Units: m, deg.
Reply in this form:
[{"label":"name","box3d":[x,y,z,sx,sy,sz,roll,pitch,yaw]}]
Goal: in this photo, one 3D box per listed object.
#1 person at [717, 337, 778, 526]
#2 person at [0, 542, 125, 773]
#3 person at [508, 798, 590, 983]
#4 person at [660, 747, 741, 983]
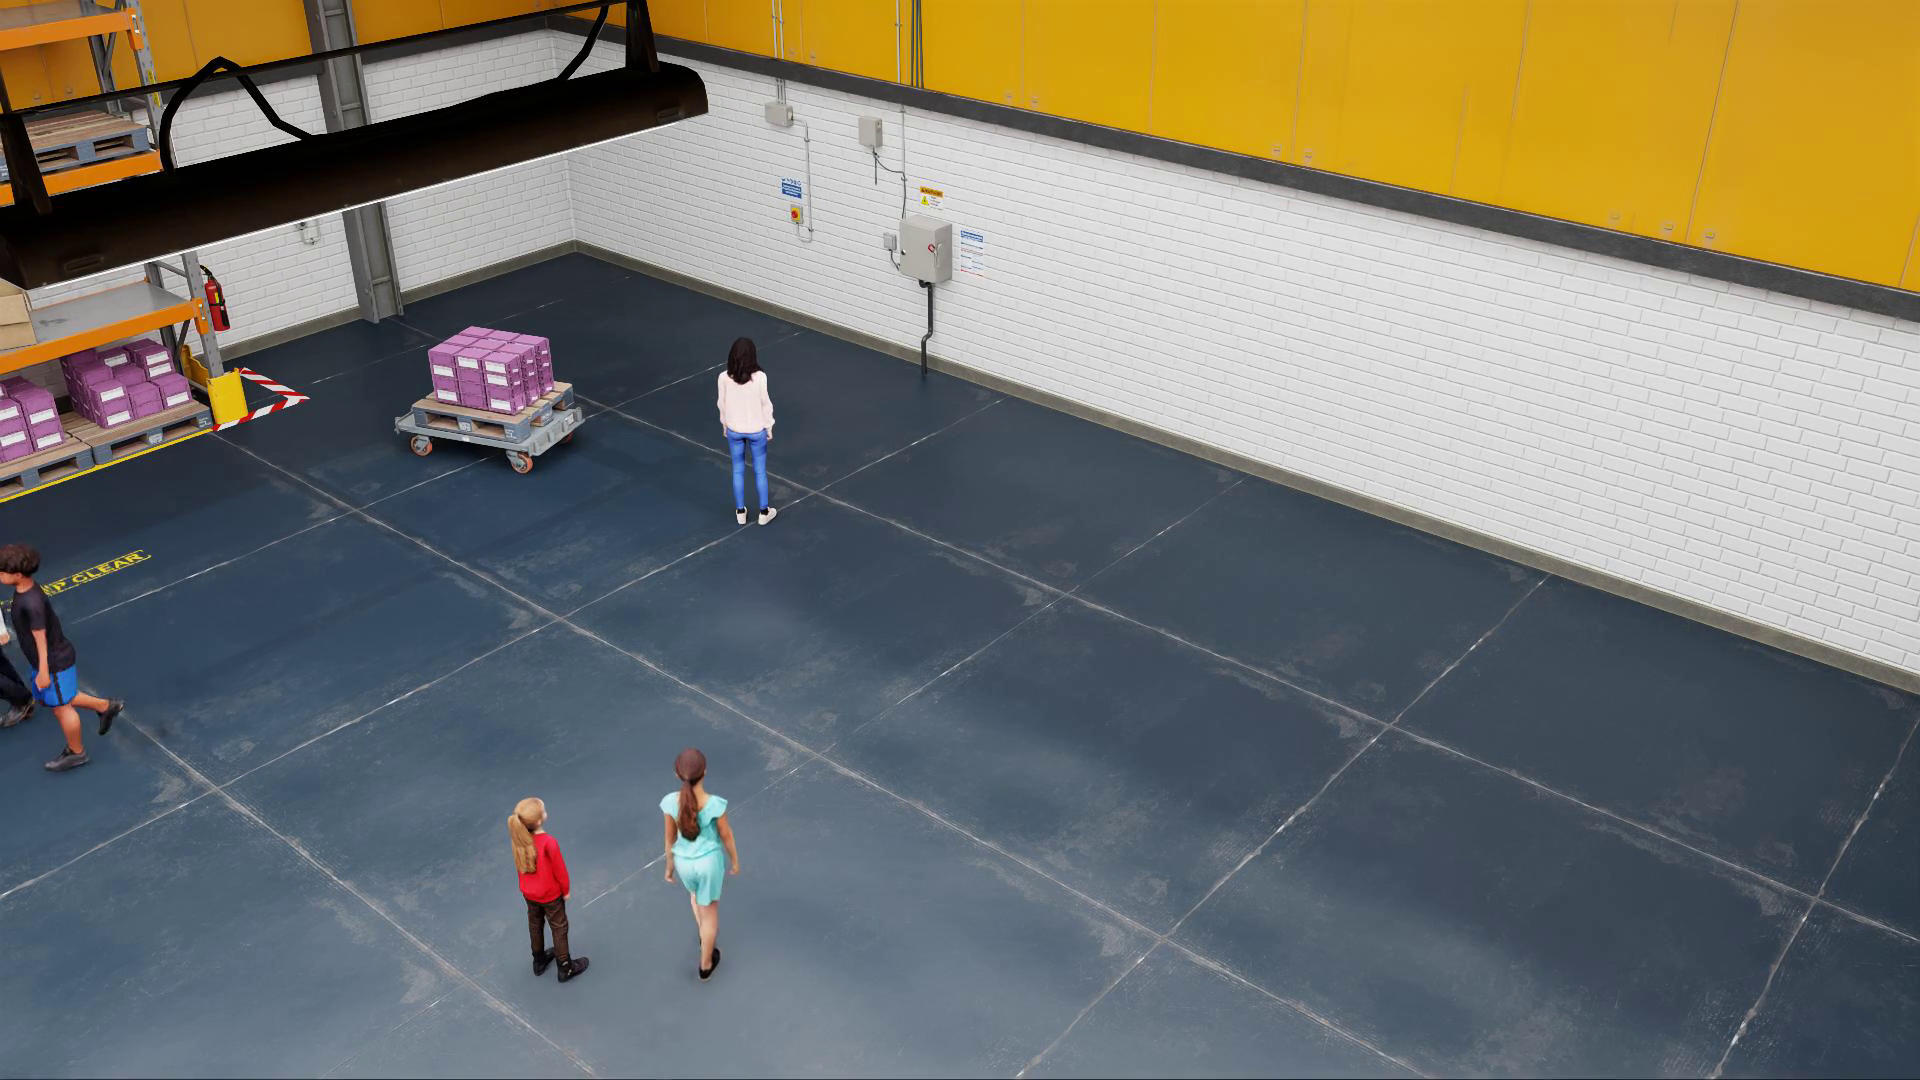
[{"label":"person","box3d":[-1.902,-0.967,14.807,0.731,1.768,0.735,4,29,7]},{"label":"person","box3d":[-6.249,0.790,11.573,0.895,1.780,0.680,-20,35,-33]},{"label":"person","box3d":[-2.455,2.044,9.793,0.551,1.281,0.568,12,31,21]},{"label":"person","box3d":[-1.547,1.935,9.722,0.751,1.542,0.830,4,29,7]}]
